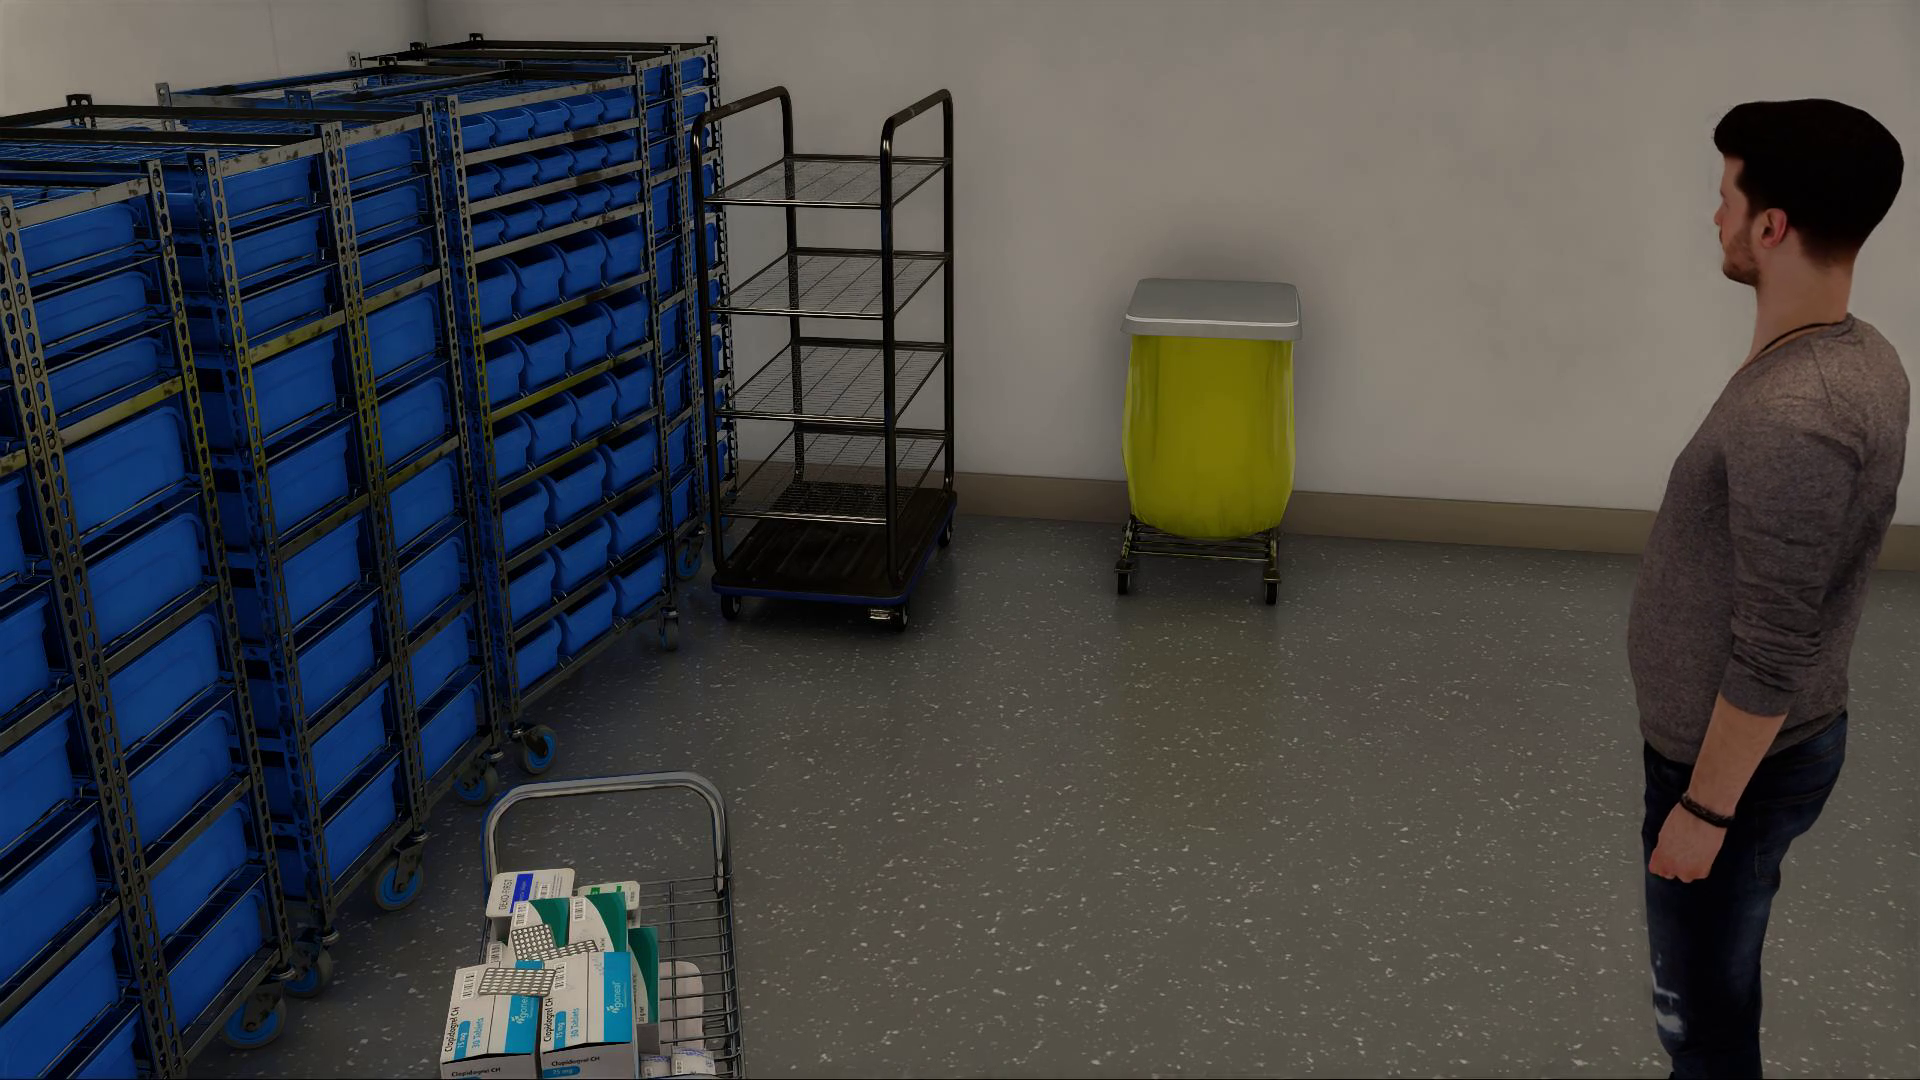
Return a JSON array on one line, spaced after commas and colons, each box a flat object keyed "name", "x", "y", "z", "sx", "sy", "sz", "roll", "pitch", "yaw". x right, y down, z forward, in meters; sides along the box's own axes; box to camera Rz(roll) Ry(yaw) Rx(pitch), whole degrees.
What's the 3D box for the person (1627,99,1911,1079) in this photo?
[{"name": "person", "x": 1.179, "y": 0.308, "z": 2.516, "sx": 0.683, "sy": 1.903, "sz": 0.743, "roll": 11, "pitch": 23, "yaw": 26}]
